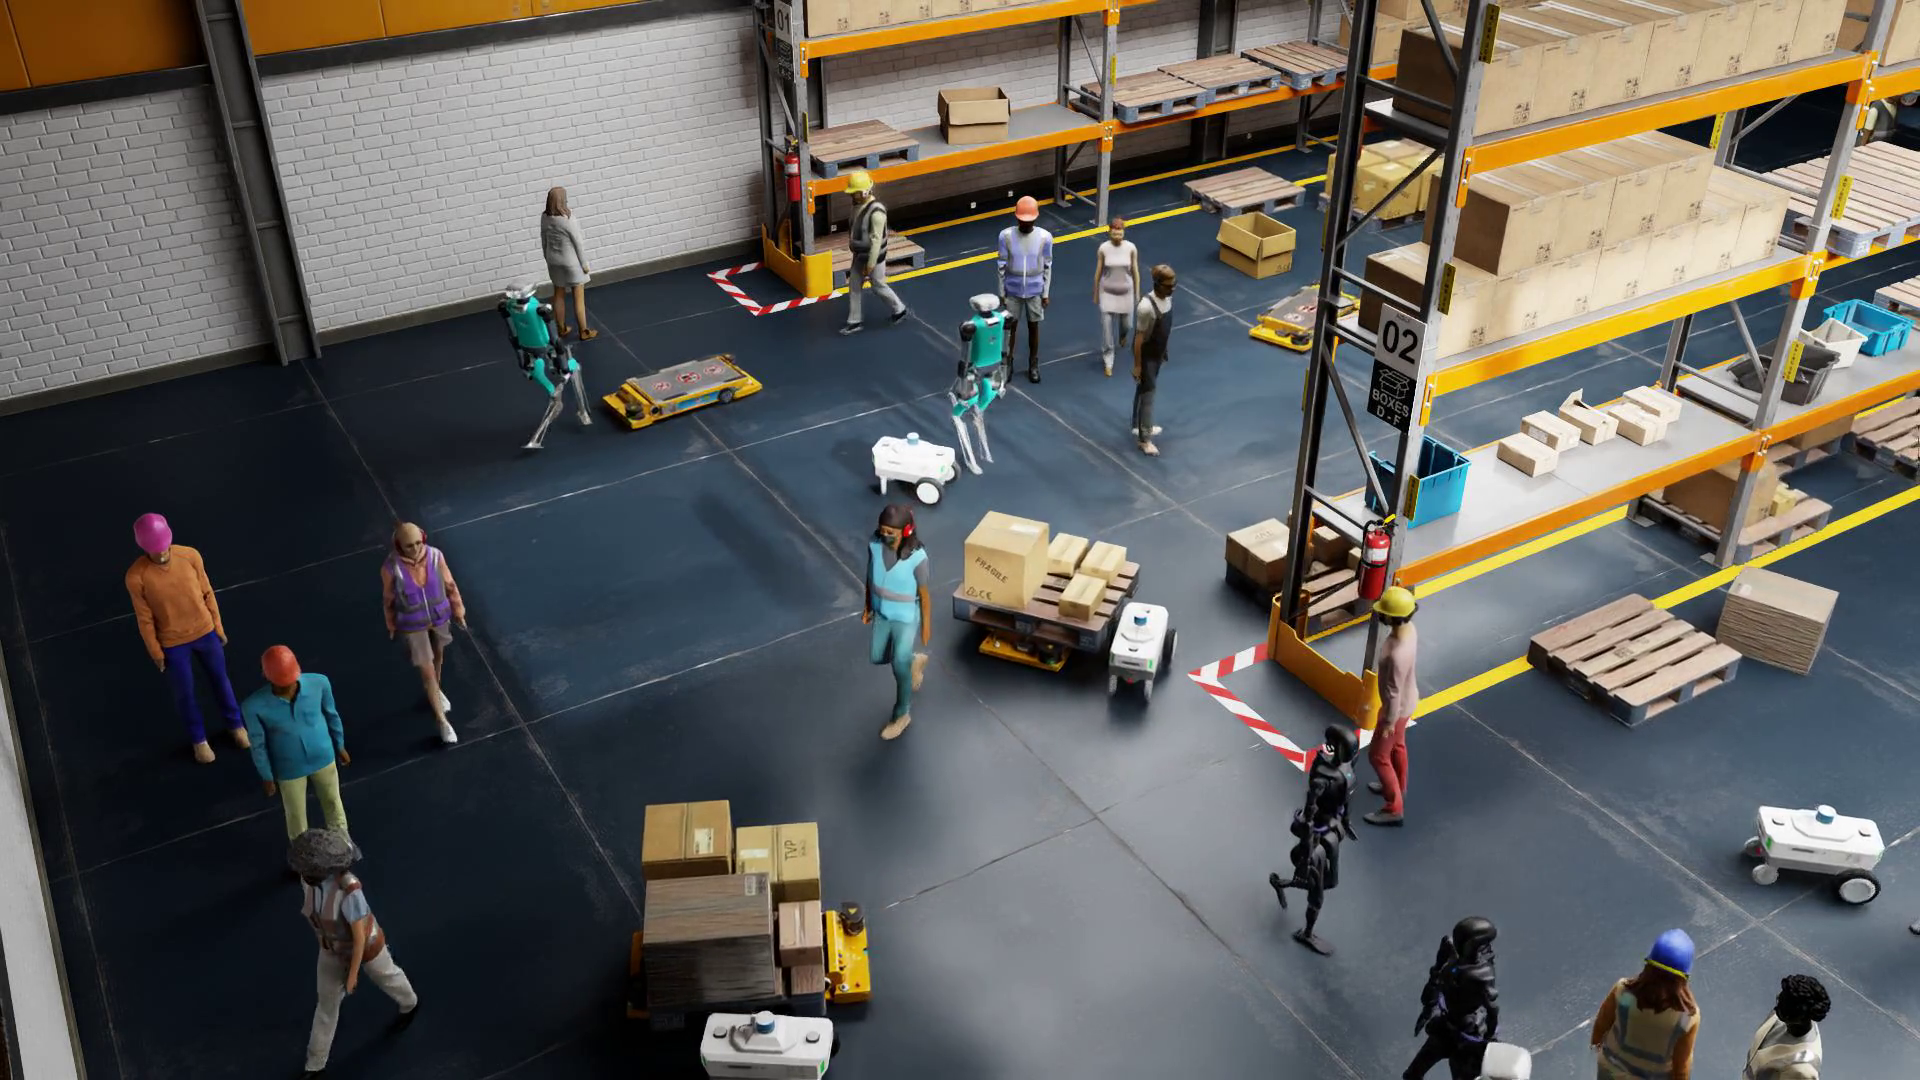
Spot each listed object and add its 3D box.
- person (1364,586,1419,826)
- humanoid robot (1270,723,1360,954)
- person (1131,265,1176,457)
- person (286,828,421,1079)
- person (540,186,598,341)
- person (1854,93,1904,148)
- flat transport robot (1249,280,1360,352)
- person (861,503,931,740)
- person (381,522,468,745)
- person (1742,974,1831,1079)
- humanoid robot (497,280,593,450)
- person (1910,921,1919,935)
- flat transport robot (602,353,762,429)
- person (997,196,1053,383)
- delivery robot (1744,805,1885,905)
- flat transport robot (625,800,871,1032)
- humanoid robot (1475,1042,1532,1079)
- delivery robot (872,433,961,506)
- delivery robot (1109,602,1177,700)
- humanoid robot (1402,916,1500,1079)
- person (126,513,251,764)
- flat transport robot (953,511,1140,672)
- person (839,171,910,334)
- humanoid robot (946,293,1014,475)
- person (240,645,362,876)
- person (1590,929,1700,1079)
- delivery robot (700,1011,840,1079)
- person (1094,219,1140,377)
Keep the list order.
[{"bbox_3d":[2.851,1.071,10.992,0.443,1.739,0.541,9,33,15],"label":"person"},{"bbox_3d":[2.108,1.742,9.987,0.537,1.634,0.611,24,39,33],"label":"humanoid robot"},{"bbox_3d":[1.782,-1.677,15.302,0.496,1.825,0.569,20,37,29],"label":"person"},{"bbox_3d":[-3.431,2.276,9.153,0.458,1.633,0.883,13,34,20],"label":"person"},{"bbox_3d":[-4.108,-2.893,17.385,0.496,1.659,0.335,11,34,17],"label":"person"},{"bbox_3d":[11.012,-4.695,20.098,0.562,1.836,0.380,-20,37,-29],"label":"person"},{"bbox_3d":[3.774,-2.421,17.945,0.659,0.231,1.431,23,39,32],"label":"flat transport robot"},{"bbox_3d":[-0.418,0.503,11.789,0.551,1.858,0.623,19,37,28],"label":"person"},{"bbox_3d":[-3.722,0.634,11.749,0.520,1.656,0.819,-23,39,-32],"label":"person"},{"bbox_3d":[4.031,2.800,8.281,0.319,1.693,0.531,9,33,14],"label":"person"},{"bbox_3d":[-3.785,-1.699,15.458,0.546,1.739,1.021,10,33,15],"label":"humanoid robot"},{"bbox_3d":[6.053,1.718,9.847,0.455,1.871,0.553,-6,33,-9],"label":"person"},{"bbox_3d":[-2.745,-1.486,16.454,1.431,0.231,0.659,-21,38,-29],"label":"flat transport robot"},{"bbox_3d":[0.634,-2.476,16.463,0.543,1.939,0.350,1,32,1],"label":"person"},{"bbox_3d":[5.487,1.958,10.678,0.757,0.580,0.499,6,33,10],"label":"delivery robot"},{"bbox_3d":[-1.273,2.536,10.039,1.431,0.231,0.659,-3,32,-5],"label":"flat transport robot"},{"bbox_3d":[2.233,3.031,7.873,0.717,1.794,0.531,7,33,11],"label":"humanoid robot"},{"bbox_3d":[-0.382,-0.659,14.884,0.785,0.614,0.500,11,34,17],"label":"delivery robot"},{"bbox_3d":[1.349,0.792,12.546,0.499,0.589,0.784,8,33,13],"label":"delivery robot"},{"bbox_3d":[2.535,2.609,8.608,0.560,1.644,0.592,-10,33,-15],"label":"humanoid robot"},{"bbox_3d":[-5.332,0.657,11.438,0.516,1.974,0.398,-26,40,-35],"label":"person"},{"bbox_3d":[0.724,0.531,13.238,0.659,0.231,1.431,13,34,20],"label":"flat transport robot"},{"bbox_3d":[-0.915,-3.046,17.505,0.770,1.792,0.595,-21,38,-30],"label":"person"},{"bbox_3d":[0.108,-1.407,15.001,0.536,1.858,0.657,-20,37,-29],"label":"humanoid robot"},{"bbox_3d":[-4.133,1.384,10.480,0.571,1.746,0.345,-24,39,-33],"label":"person"},{"bbox_3d":[3.459,2.639,8.491,0.477,1.725,0.886,15,35,22],"label":"person"},{"bbox_3d":[-1.048,2.866,9.248,0.791,0.598,0.499,2,32,3],"label":"delivery robot"},{"bbox_3d":[1.582,-2.516,16.799,0.472,1.636,0.629,1,32,1],"label":"person"}]
